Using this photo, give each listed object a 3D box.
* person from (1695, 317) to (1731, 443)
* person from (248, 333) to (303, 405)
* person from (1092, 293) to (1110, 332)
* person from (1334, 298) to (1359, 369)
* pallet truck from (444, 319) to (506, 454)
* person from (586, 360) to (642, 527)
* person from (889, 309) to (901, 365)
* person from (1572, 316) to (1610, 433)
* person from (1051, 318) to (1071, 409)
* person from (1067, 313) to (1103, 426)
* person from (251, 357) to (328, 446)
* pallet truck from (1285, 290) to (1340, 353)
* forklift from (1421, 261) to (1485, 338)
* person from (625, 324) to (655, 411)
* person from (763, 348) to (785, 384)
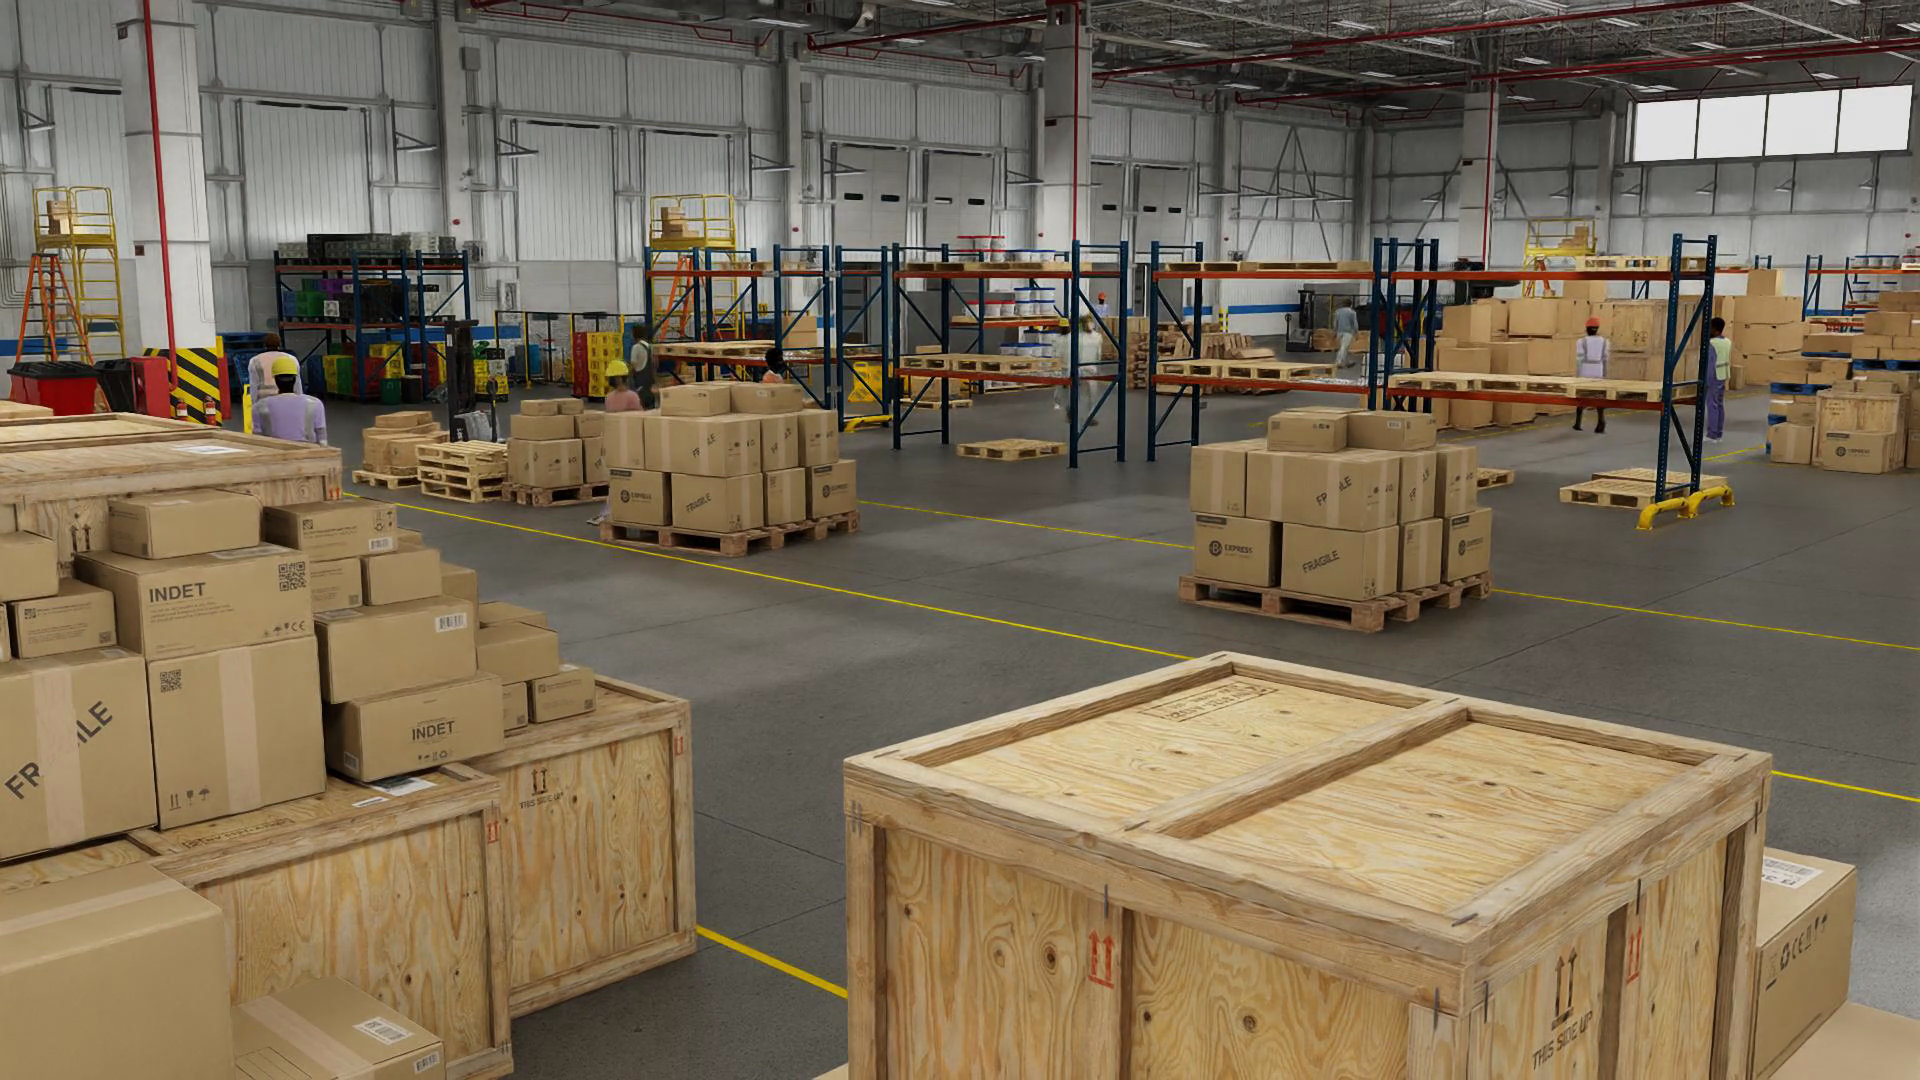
[{"bbox_3d":[11.565,-2.442,25.463,0.590,1.919,0.392,-9,13,-43],"label":"person"},{"bbox_3d":[-8.772,-1.736,21.364,0.631,1.843,0.429,-4,10,-24],"label":"person"},{"bbox_3d":[4.337,-6.636,51.151,0.543,1.929,0.387,-1,9,-8],"label":"person"},{"bbox_3d":[10.272,-5.470,44.148,1.037,1.882,0.657,-8,12,-39],"label":"person"},{"bbox_3d":[-6.981,-1.942,22.150,1.885,1.965,0.823,1,9,9],"label":"pallet truck"},{"bbox_3d":[-3.508,-1.004,17.246,0.539,1.715,0.927,9,13,43],"label":"person"},{"bbox_3d":[-1.694,-5.243,43.512,0.314,1.634,0.516,3,10,19],"label":"person"},{"bbox_3d":[10.319,-2.699,27.111,0.554,1.909,0.912,0,9,0],"label":"person"},{"bbox_3d":[1.960,-3.328,31.449,0.484,1.737,0.321,2,9,10],"label":"person"},{"bbox_3d":[2.113,-2.903,28.288,0.637,1.921,0.715,-4,10,-21],"label":"person"},{"bbox_3d":[-5.701,-0.602,14.194,0.597,1.914,0.397,-3,10,-18],"label":"person"},{"bbox_3d":[11.297,-6.951,52.861,1.885,1.965,0.823,-5,11,-29],"label":"pallet truck"},{"bbox_3d":[11.830,-5.104,38.837,1.873,2.768,1.129,9,13,43],"label":"forklift"},{"bbox_3d":[-5.038,-2.426,25.711,0.899,1.809,0.513,2,10,13],"label":"person"},{"bbox_3d":[-2.271,-1.504,20.384,0.317,1.695,0.540,1,9,5],"label":"person"}]
